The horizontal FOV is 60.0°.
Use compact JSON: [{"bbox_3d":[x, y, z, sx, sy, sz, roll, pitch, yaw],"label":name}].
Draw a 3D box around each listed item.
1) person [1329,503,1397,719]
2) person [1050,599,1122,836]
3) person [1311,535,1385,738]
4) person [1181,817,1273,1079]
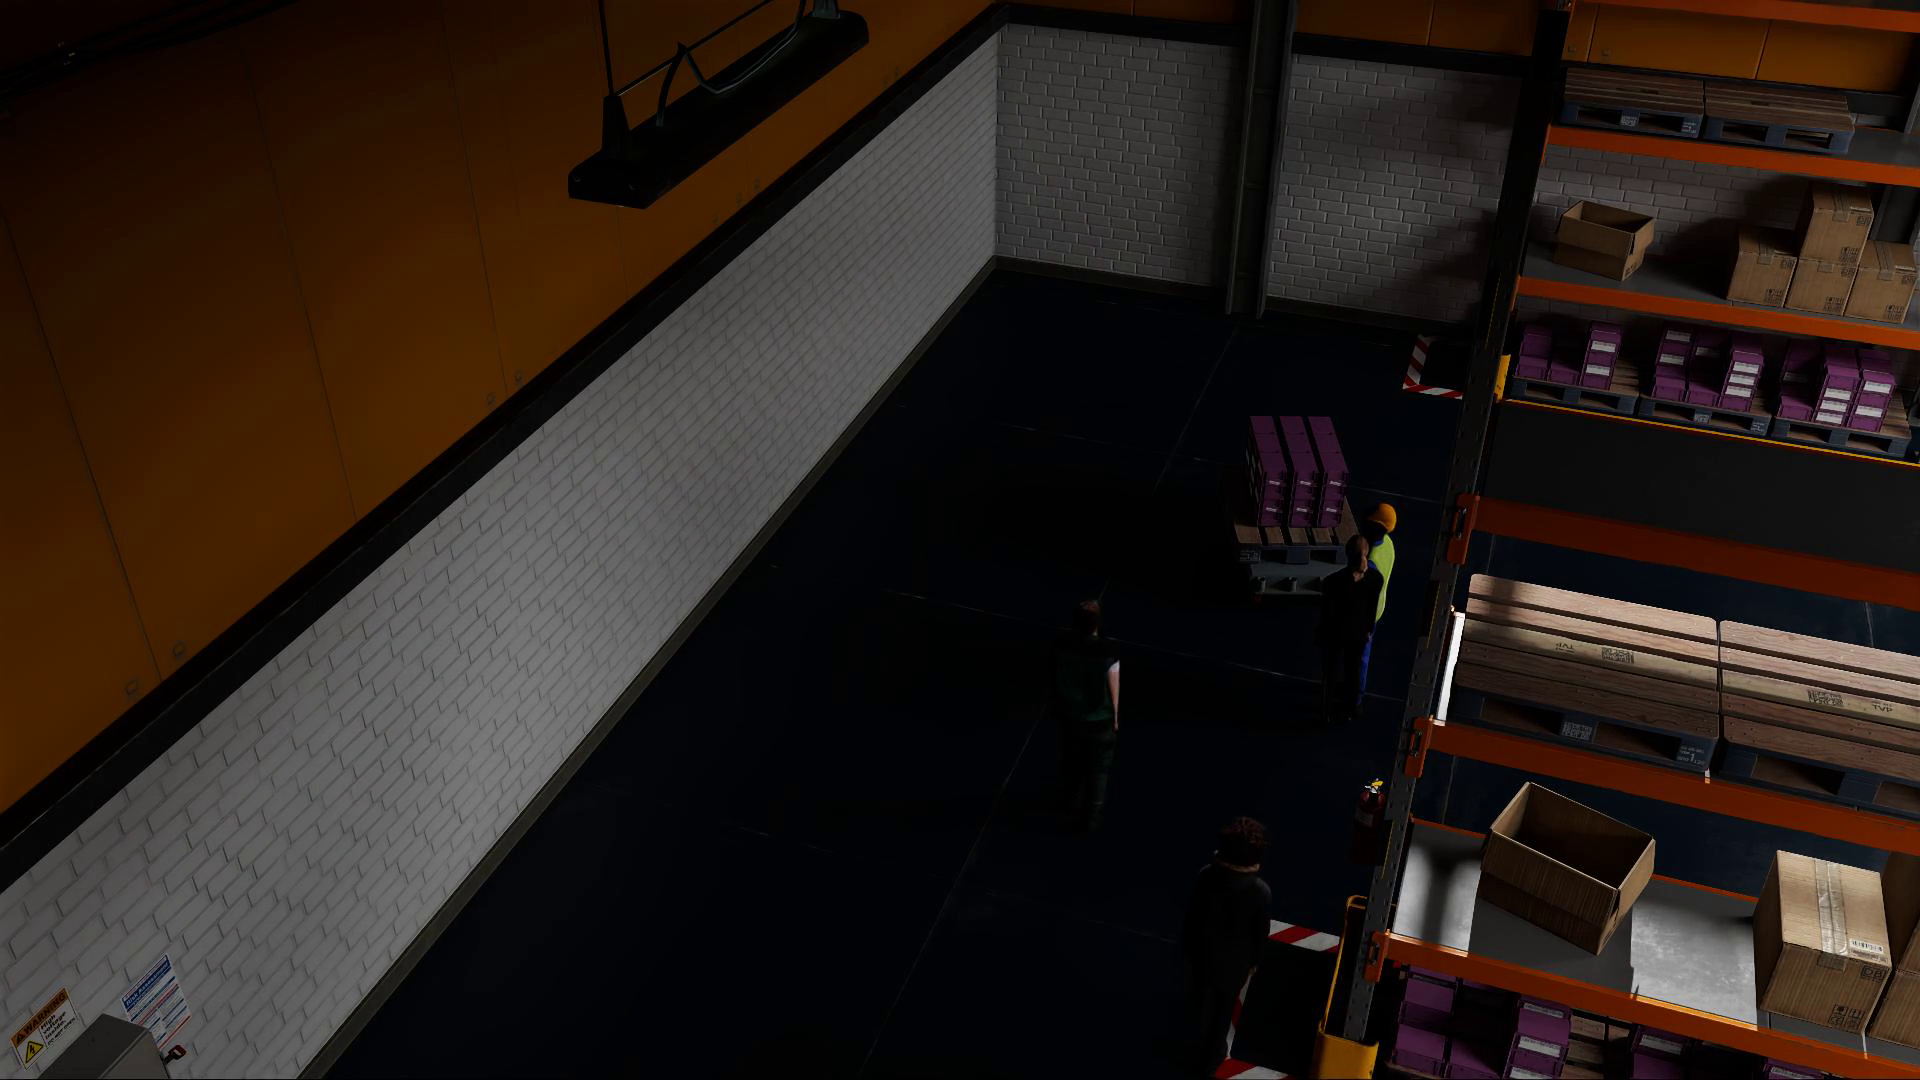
[{"bbox_3d":[2.947,0.506,12.181,0.569,1.812,0.656,12,36,18],"label":"person"},{"bbox_3d":[0.851,1.169,11.155,0.634,1.844,0.717,14,36,20],"label":"person"},{"bbox_3d":[2.775,0.695,11.991,0.644,1.707,0.757,-5,34,-8],"label":"person"},{"bbox_3d":[1.458,2.369,9.441,0.803,1.742,0.737,15,37,22],"label":"person"}]
